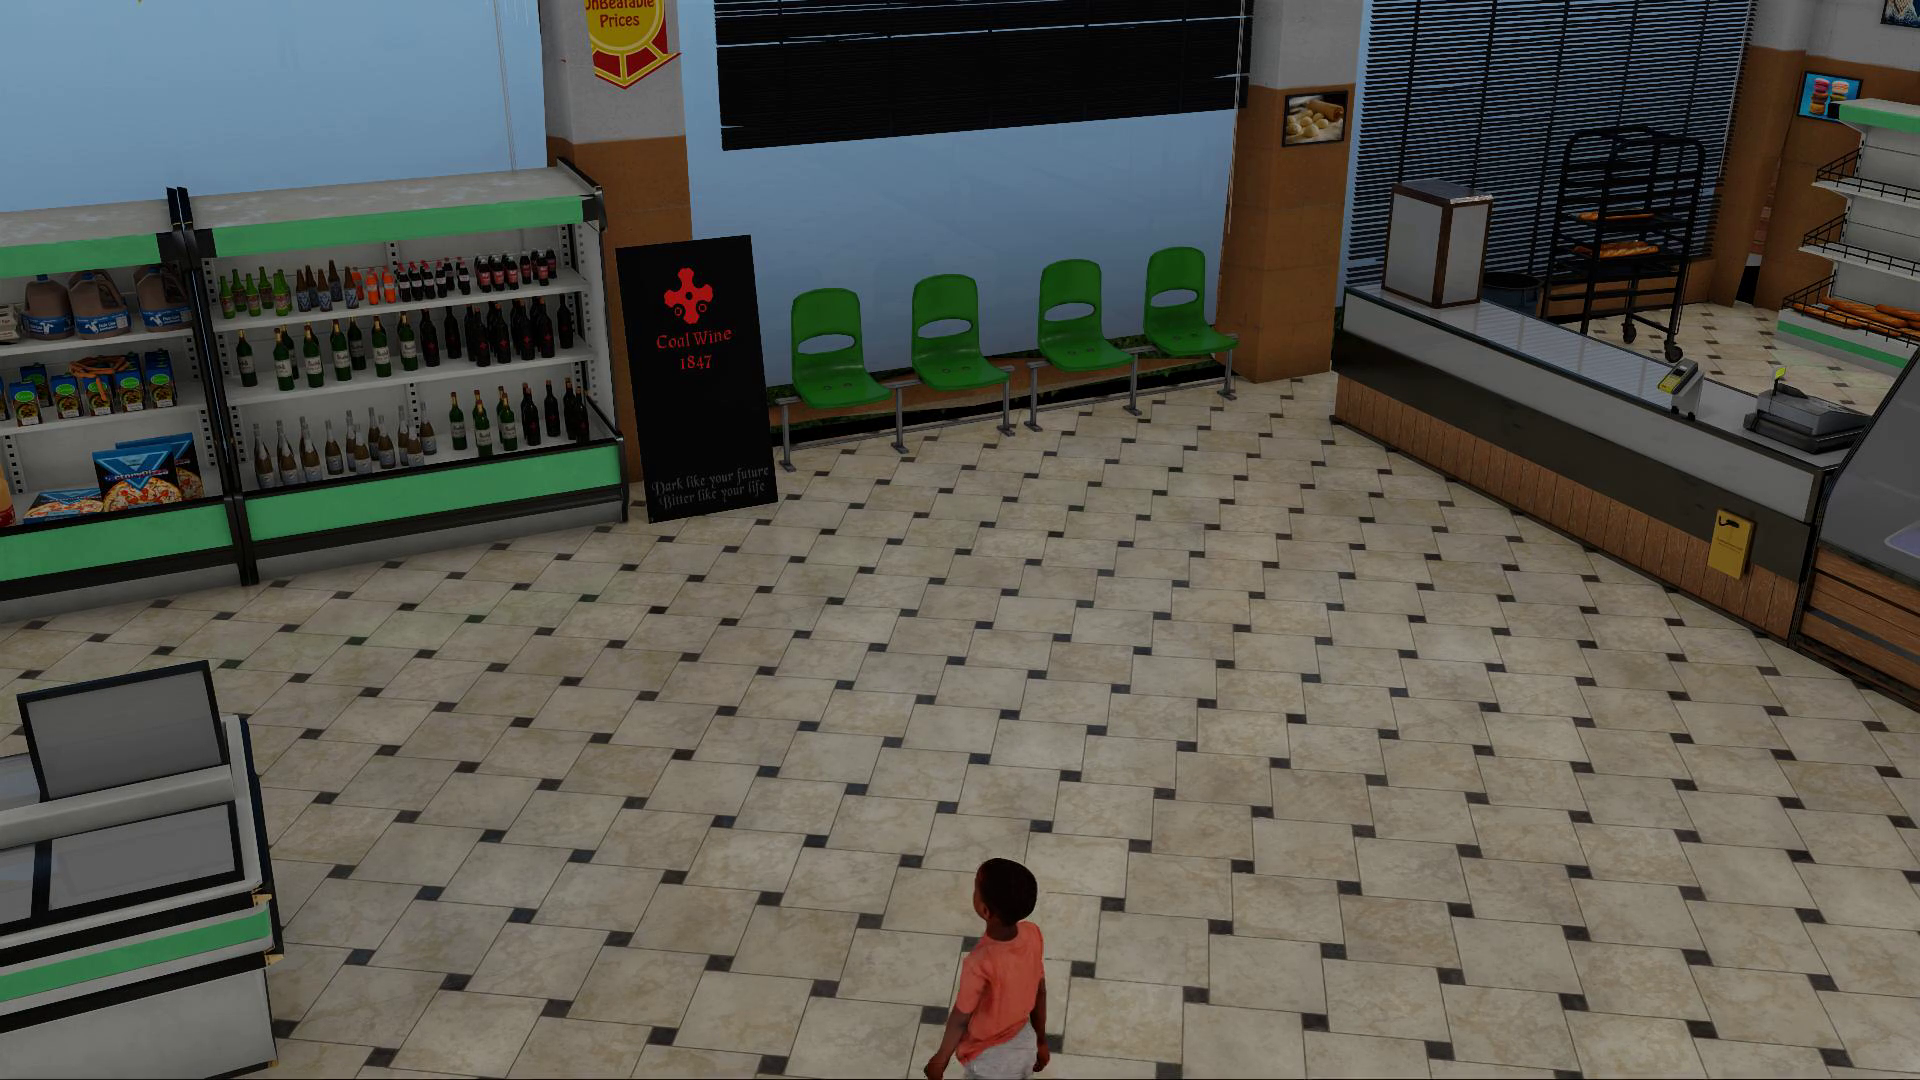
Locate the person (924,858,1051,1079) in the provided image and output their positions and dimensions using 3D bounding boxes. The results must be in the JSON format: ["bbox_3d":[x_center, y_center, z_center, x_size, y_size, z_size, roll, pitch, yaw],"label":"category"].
[{"bbox_3d":[0.162,1.564,4.953,0.795,1.281,0.896,18,29,35],"label":"person"}]
